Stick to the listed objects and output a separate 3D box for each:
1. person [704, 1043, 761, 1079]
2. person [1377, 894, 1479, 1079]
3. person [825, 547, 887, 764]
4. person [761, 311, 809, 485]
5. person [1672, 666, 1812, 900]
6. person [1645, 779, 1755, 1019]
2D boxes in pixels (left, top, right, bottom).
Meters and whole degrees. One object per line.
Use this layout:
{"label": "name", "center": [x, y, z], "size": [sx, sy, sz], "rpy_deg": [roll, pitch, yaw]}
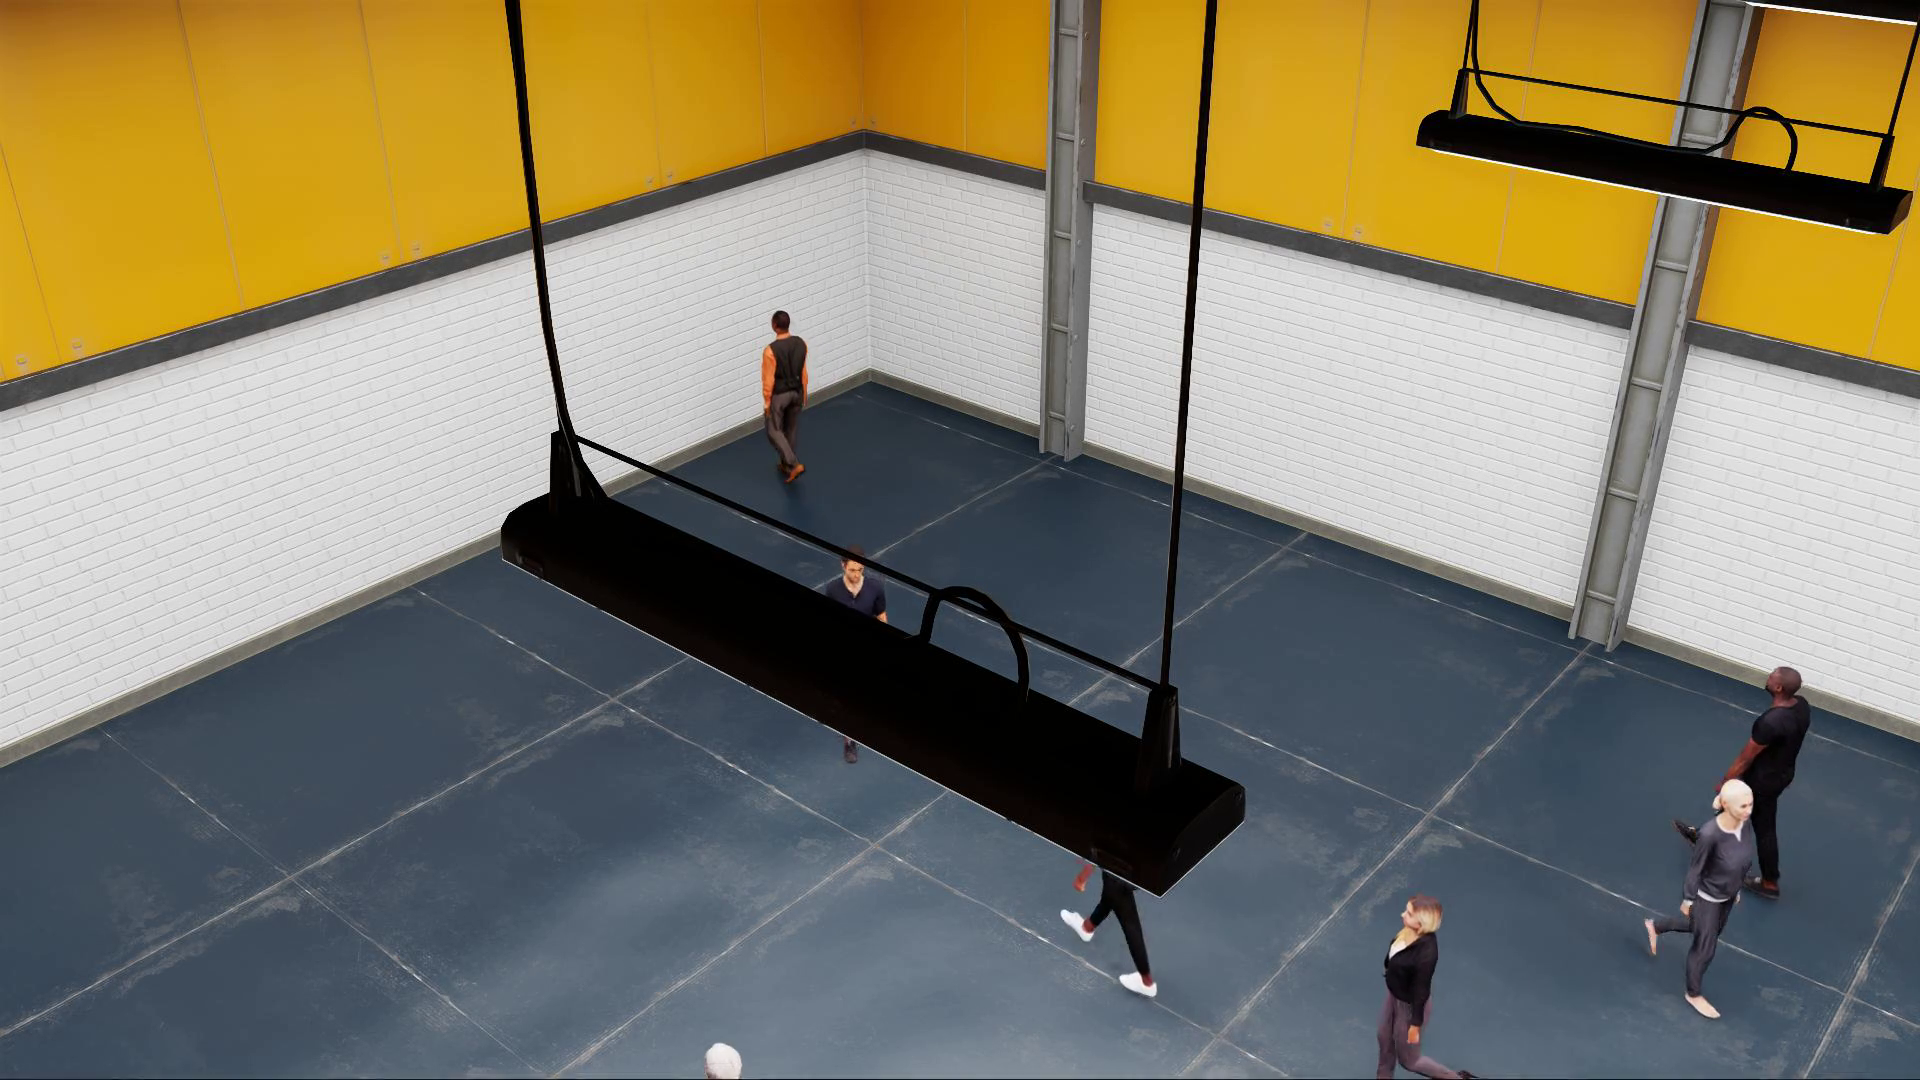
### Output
{"label": "person", "center": [-1.116, 3.350, 8.643], "size": [0.759, 1.689, 0.883], "rpy_deg": [-15, 32, -25]}
{"label": "person", "center": [2.730, 2.757, 9.770], "size": [1.007, 1.652, 0.897], "rpy_deg": [2, 29, 4]}
{"label": "person", "center": [-0.827, 0.808, 13.164], "size": [1.108, 1.822, 1.175], "rpy_deg": [-1, 29, -3]}
{"label": "person", "center": [-1.771, -1.446, 17.220], "size": [0.855, 1.895, 1.064], "rpy_deg": [-19, 34, -31]}
{"label": "person", "center": [5.660, 1.724, 11.526], "size": [0.814, 1.783, 1.163], "rpy_deg": [-21, 35, -33]}
{"label": "person", "center": [4.789, 2.208, 10.717], "size": [0.792, 1.709, 1.025], "rpy_deg": [-16, 33, -27]}
